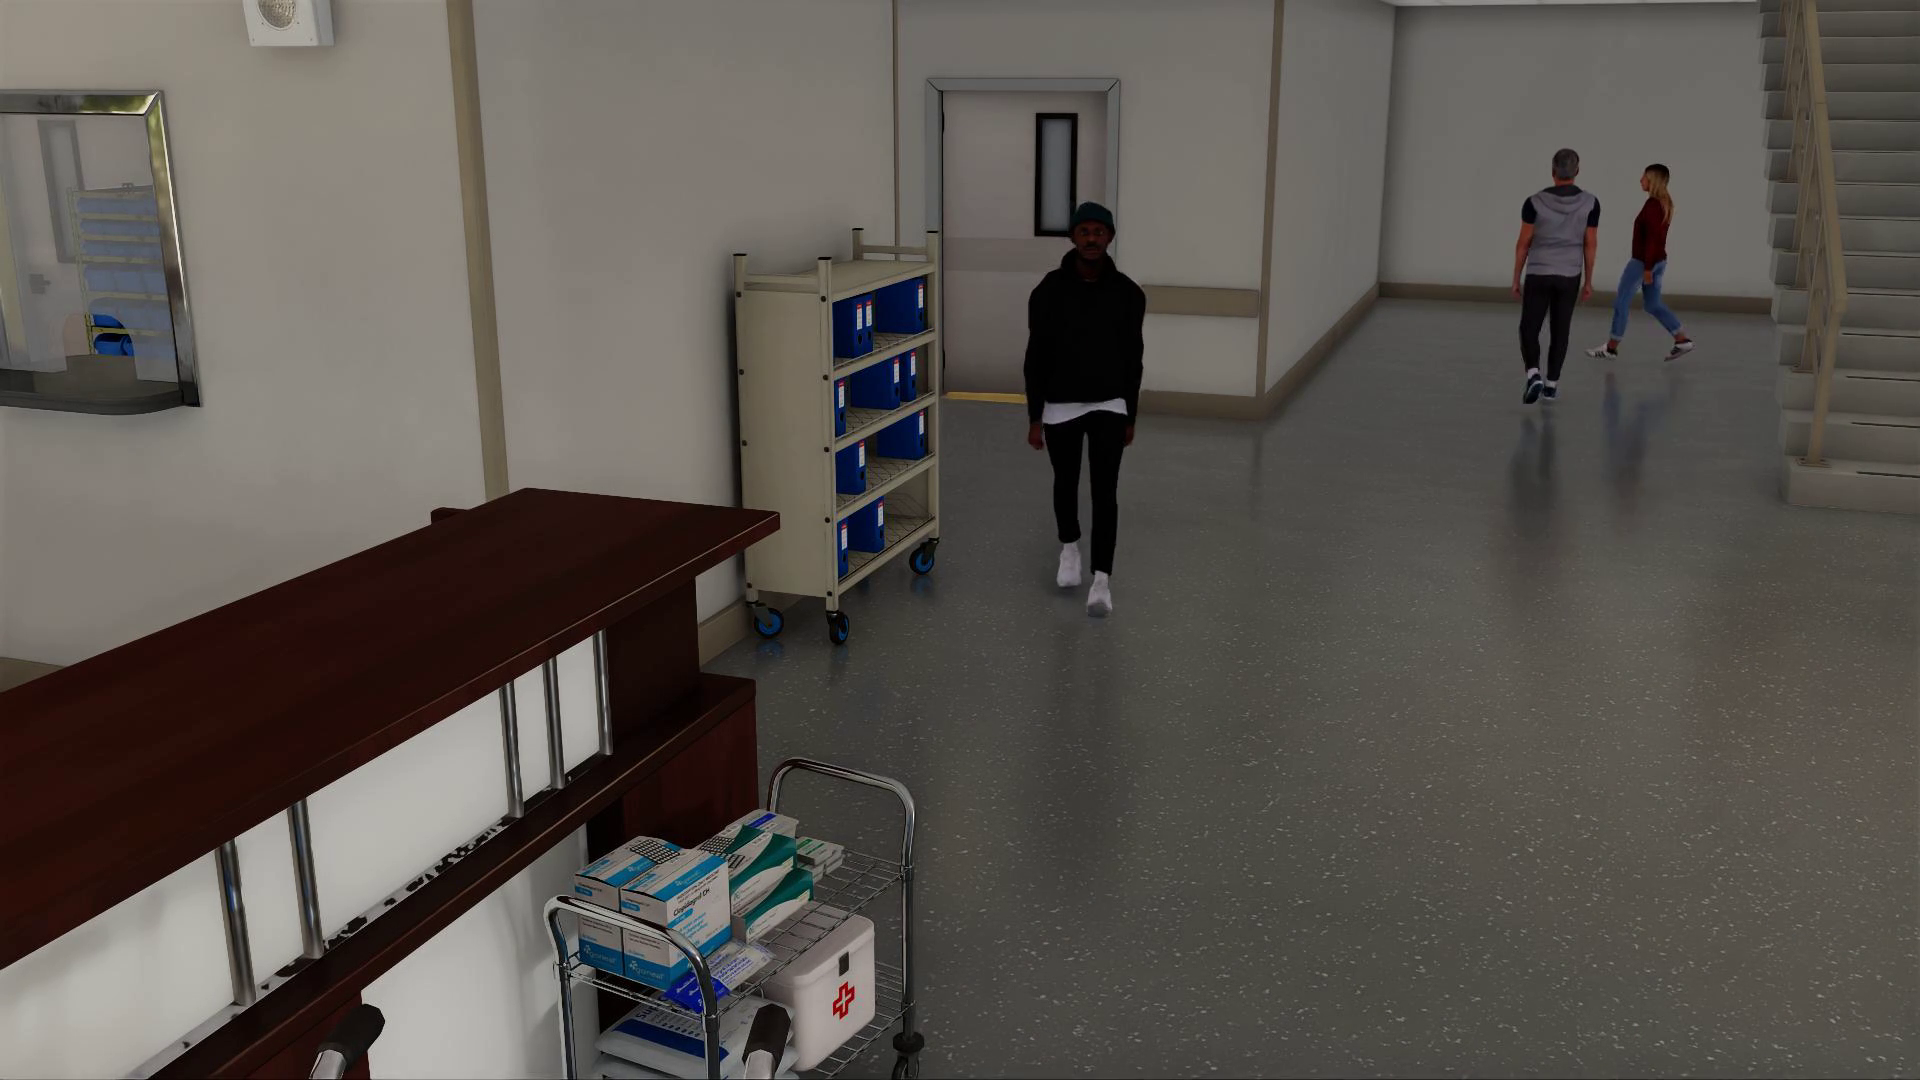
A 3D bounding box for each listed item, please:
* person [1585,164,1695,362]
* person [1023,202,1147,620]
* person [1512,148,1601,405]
[{"bbox_3d":[5.685,-2.234,13.594,0.923,1.608,1.058,13,20,39],"label":"person"},{"bbox_3d":[0.544,-0.578,7.425,0.916,1.769,1.301,1,16,4],"label":"person"},{"bbox_3d":[4.208,-1.828,11.786,0.824,1.807,1.117,3,16,10],"label":"person"}]
